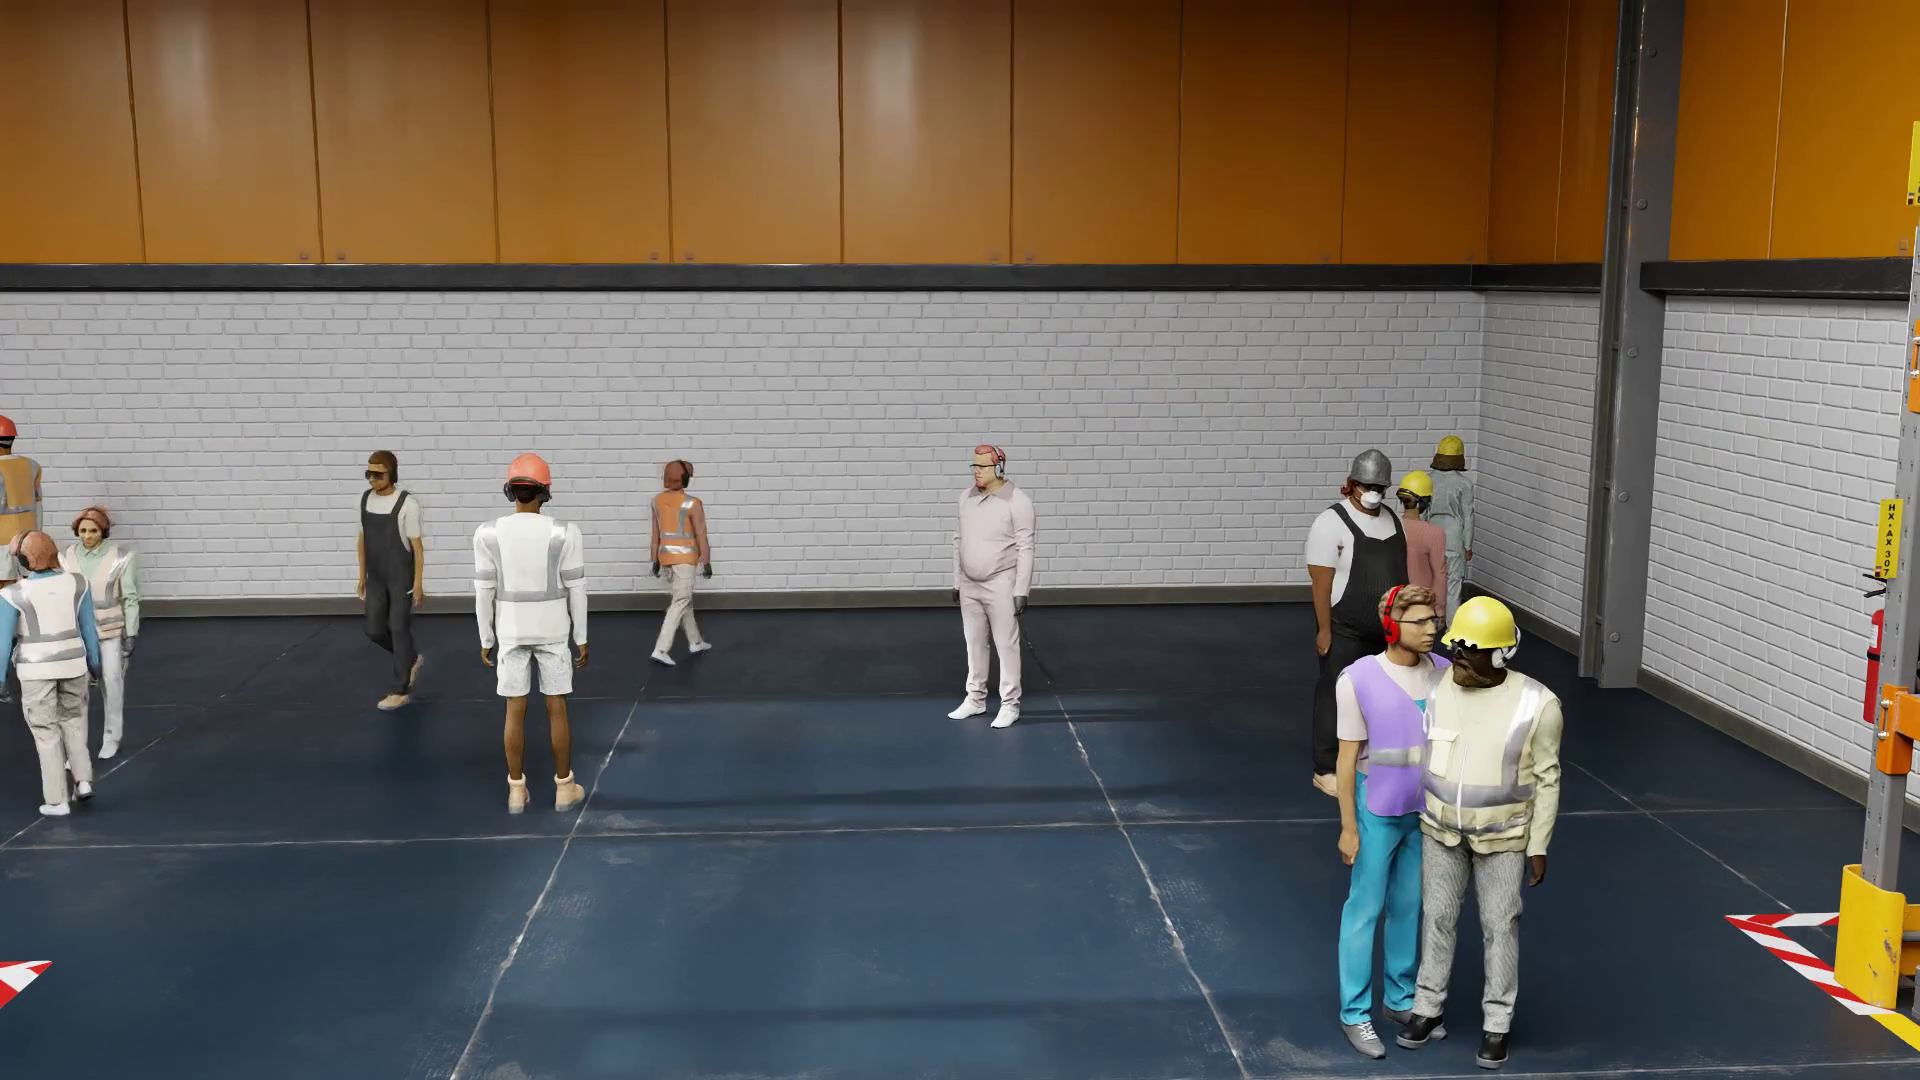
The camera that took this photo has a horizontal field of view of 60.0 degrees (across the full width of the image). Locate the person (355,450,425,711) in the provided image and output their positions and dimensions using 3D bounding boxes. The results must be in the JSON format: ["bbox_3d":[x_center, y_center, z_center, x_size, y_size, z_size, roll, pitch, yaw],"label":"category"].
[{"bbox_3d":[-3.989,0.262,11.736,0.539,1.832,0.538,3,9,17],"label":"person"}]

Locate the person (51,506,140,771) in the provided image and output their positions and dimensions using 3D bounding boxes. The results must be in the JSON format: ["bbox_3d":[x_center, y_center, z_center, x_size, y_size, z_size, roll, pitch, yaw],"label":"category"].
[{"bbox_3d":[-5.330,0.603,10.236,0.529,1.608,0.683,-2,9,-13],"label":"person"}]

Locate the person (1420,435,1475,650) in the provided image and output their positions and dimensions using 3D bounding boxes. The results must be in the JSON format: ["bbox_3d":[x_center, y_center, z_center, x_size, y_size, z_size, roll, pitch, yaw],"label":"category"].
[{"bbox_3d":[3.951,0.019,13.527,0.488,1.744,0.296,7,12,39],"label":"person"}]

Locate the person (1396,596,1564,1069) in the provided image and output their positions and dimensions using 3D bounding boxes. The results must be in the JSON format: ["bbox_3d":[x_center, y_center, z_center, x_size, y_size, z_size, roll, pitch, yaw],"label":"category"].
[{"bbox_3d":[1.984,1.110,6.407,0.591,1.829,0.404,6,11,35],"label":"person"}]

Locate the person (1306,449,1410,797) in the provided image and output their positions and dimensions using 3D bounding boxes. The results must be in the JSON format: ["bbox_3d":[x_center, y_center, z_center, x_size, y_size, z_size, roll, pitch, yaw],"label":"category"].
[{"bbox_3d":[2.381,0.472,9.754,0.683,2.000,0.536,-5,11,-30],"label":"person"}]

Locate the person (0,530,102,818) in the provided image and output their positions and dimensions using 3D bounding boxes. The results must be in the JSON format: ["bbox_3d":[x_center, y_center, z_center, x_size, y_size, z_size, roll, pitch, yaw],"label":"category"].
[{"bbox_3d":[-5.089,0.749,9.271,0.385,1.624,0.543,7,11,36],"label":"person"}]

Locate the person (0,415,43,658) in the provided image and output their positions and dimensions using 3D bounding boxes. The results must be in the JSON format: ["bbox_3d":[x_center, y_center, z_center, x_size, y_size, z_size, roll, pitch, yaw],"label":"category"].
[{"bbox_3d":[-7.544,-0.026,13.205,0.379,1.937,0.547,4,10,21],"label":"person"}]

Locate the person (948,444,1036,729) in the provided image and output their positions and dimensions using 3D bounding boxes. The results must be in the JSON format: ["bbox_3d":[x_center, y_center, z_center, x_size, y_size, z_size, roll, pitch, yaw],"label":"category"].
[{"bbox_3d":[0.189,0.306,11.216,0.651,1.907,0.409,7,12,39],"label":"person"}]

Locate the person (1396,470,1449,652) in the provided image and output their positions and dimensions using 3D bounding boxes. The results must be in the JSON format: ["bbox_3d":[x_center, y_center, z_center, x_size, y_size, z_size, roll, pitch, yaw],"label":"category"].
[{"bbox_3d":[2.953,0.425,10.911,0.530,1.768,0.312,8,12,42],"label":"person"}]

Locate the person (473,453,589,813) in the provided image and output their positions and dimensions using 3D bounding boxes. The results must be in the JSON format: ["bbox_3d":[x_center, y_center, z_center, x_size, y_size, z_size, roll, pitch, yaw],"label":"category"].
[{"bbox_3d":[-2.411,0.525,9.422,0.614,2.038,0.396,-1,9,-4],"label":"person"}]

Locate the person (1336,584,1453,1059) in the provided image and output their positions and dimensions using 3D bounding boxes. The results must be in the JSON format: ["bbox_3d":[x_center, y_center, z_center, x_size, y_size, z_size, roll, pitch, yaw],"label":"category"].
[{"bbox_3d":[1.704,1.078,6.546,0.568,1.849,0.386,-5,10,-29],"label":"person"}]

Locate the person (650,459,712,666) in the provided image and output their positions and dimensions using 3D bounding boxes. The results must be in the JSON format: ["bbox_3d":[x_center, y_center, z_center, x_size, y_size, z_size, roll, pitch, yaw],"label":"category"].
[{"bbox_3d":[-2.207,0.166,13.051,0.530,1.602,0.825,6,11,35],"label":"person"}]
